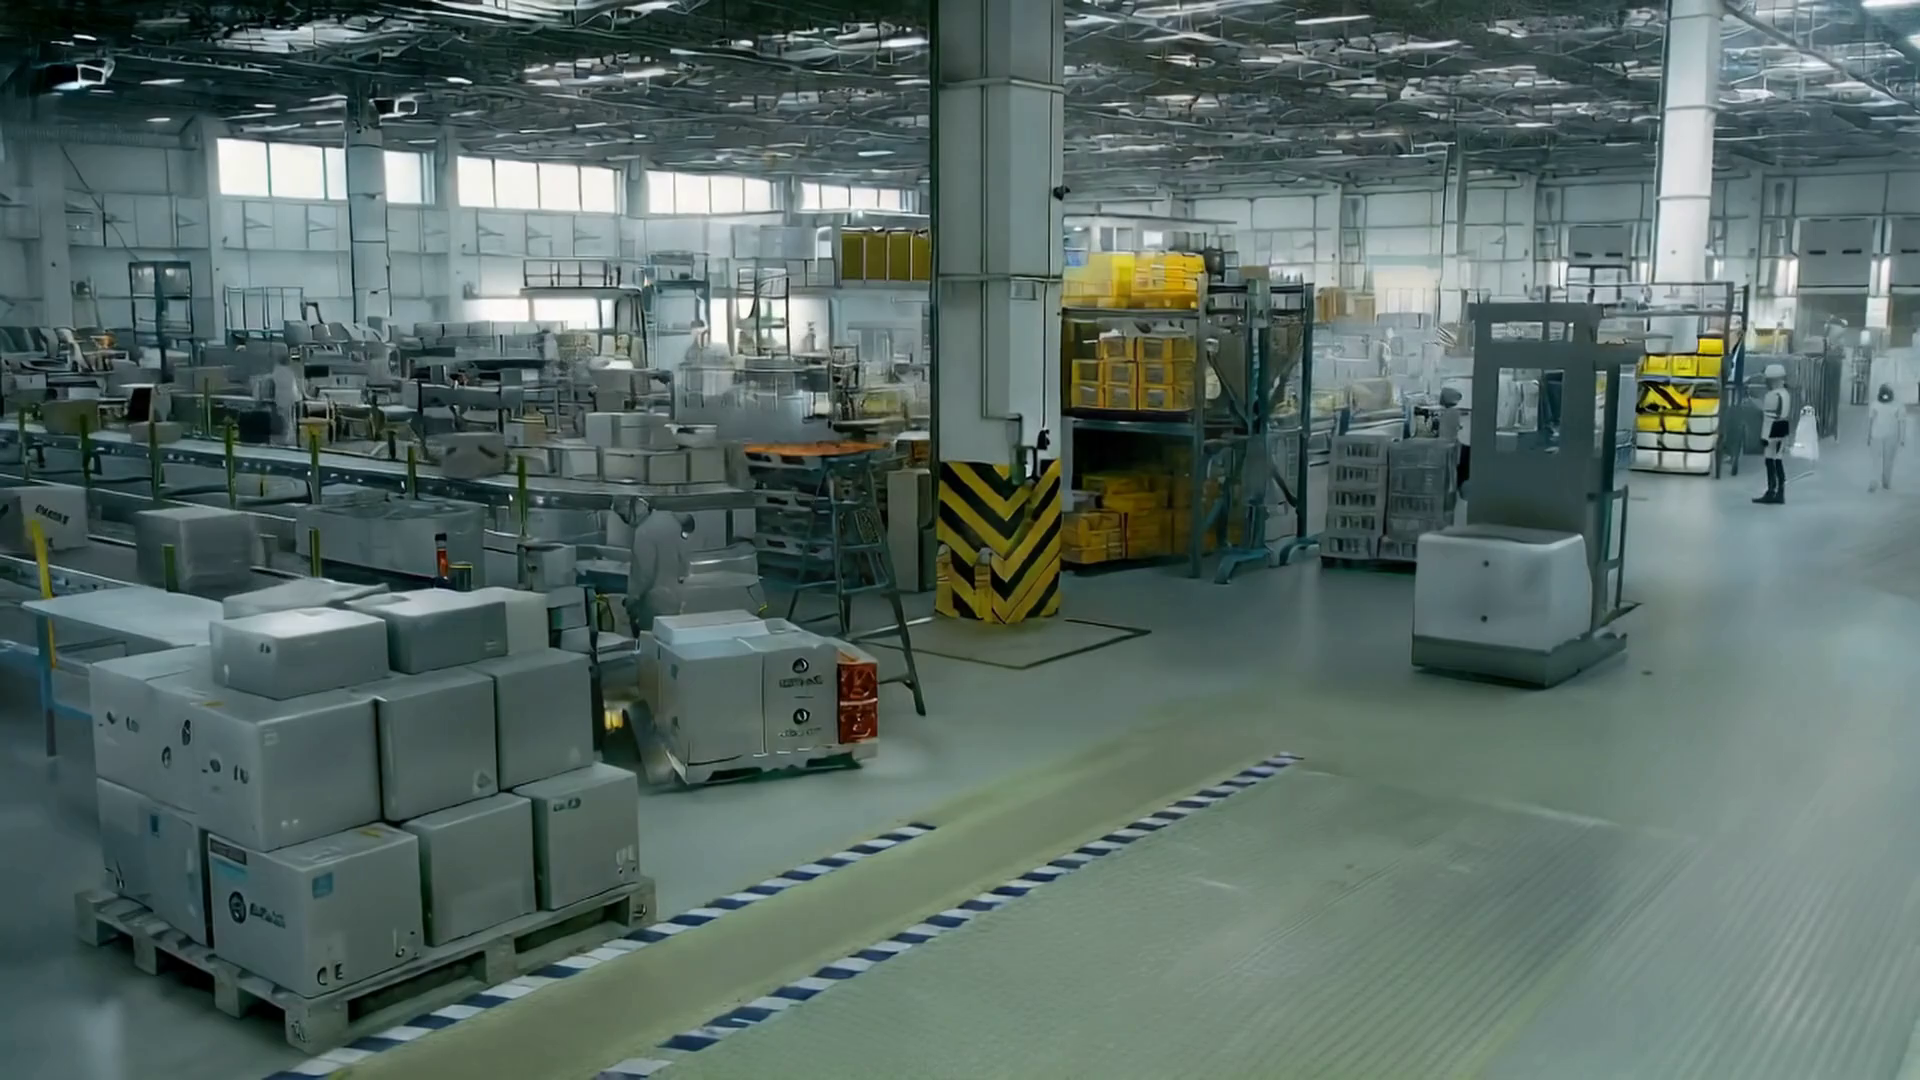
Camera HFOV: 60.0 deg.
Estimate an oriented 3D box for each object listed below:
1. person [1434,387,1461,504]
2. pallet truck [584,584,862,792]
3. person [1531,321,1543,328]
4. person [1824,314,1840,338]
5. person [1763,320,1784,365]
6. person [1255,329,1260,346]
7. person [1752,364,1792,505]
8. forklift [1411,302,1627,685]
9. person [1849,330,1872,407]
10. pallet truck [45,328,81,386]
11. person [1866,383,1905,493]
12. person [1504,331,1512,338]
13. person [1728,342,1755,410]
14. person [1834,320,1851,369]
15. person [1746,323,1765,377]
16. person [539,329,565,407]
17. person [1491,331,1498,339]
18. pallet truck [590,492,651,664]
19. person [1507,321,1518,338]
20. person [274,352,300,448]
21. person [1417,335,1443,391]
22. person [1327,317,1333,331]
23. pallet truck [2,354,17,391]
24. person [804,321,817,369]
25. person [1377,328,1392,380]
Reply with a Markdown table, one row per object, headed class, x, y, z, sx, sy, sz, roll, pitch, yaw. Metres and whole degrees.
| class | x | y | z | sx | sy | sz | roll | pitch | yaw |
| --- | --- | --- | --- | --- | --- | --- | --- | --- | --- |
| person | 6.594 | -1.242 | 22.473 | 0.283 | 1.634 | 0.507 | 2 | 9 | 11 |
| pallet truck | -1.426 | 0.805 | 10.019 | 1.601 | 1.201 | 0.680 | -4 | 9 | -26 |
| person | 24.212 | -8.347 | 69.738 | 0.680 | 1.819 | 0.441 | 1 | 8 | 7 |
| person | 37.678 | -8.753 | 71.905 | 0.609 | 1.986 | 0.391 | 5 | 10 | 31 |
| person | 32.965 | -7.964 | 67.127 | 0.926 | 1.835 | 0.517 | 3 | 9 | 22 |
| person | 12.310 | -8.095 | 67.812 | 0.565 | 1.883 | 0.983 | 3 | 9 | 20 |
| person | 11.148 | -1.444 | 22.822 | 0.543 | 1.930 | 0.384 | -7 | 11 | -39 |
| forklift | 4.379 | -0.438 | 12.852 | 1.129 | 2.768 | 1.873 | 7 | 11 | 37 |
| person | 23.019 | -4.380 | 42.485 | 0.606 | 1.967 | 0.367 | -3 | 9 | -18 |
| pallet truck | -23.775 | -4.544 | 43.495 | 1.885 | 1.965 | 0.823 | 6 | 10 | 35 |
| person | 13.505 | -1.494 | 24.292 | 0.502 | 1.592 | 0.834 | 5 | 10 | 32 |
| person | 16.952 | -5.619 | 51.592 | 0.295 | 1.744 | 0.485 | 0 | 8 | 1 |
| person | 16.844 | -3.350 | 35.826 | 0.564 | 1.888 | 0.986 | -3 | 9 | -20 |
| person | 34.040 | -7.553 | 64.219 | 0.613 | 1.880 | 0.771 | -4 | 9 | -23 |
| person | 27.320 | -6.530 | 57.311 | 1.036 | 1.877 | 0.637 | 8 | 12 | 43 |
| person | -10.430 | -4.398 | 42.551 | 0.622 | 1.978 | 1.074 | -1 | 8 | -6 |
| person | 14.872 | -4.886 | 46.320 | 0.417 | 1.844 | 0.533 | 8 | 12 | 43 |
| pallet truck | -3.115 | 0.344 | 12.883 | 0.653 | 1.274 | 1.630 | 7 | 11 | 37 |
| person | 25.123 | -9.254 | 75.578 | 0.709 | 1.885 | 0.900 | -4 | 10 | -27 |
| person | -11.961 | -2.415 | 29.608 | 0.414 | 1.870 | 0.688 | -4 | 9 | -27 |
| person | 13.313 | -4.903 | 46.794 | 0.520 | 1.744 | 0.782 | -7 | 11 | -40 |
| person | 16.137 | -8.790 | 72.504 | 0.361 | 1.882 | 0.575 | 2 | 9 | 12 |
| pallet truck | -24.881 | -4.417 | 42.634 | 1.885 | 1.965 | 0.823 | 8 | 11 | 41 |
| person | -5.729 | -7.475 | 63.816 | 0.392 | 1.827 | 0.515 | 6 | 10 | 33 |
| person | 11.979 | -5.019 | 46.956 | 0.587 | 1.920 | 0.392 | -7 | 11 | -39 |
